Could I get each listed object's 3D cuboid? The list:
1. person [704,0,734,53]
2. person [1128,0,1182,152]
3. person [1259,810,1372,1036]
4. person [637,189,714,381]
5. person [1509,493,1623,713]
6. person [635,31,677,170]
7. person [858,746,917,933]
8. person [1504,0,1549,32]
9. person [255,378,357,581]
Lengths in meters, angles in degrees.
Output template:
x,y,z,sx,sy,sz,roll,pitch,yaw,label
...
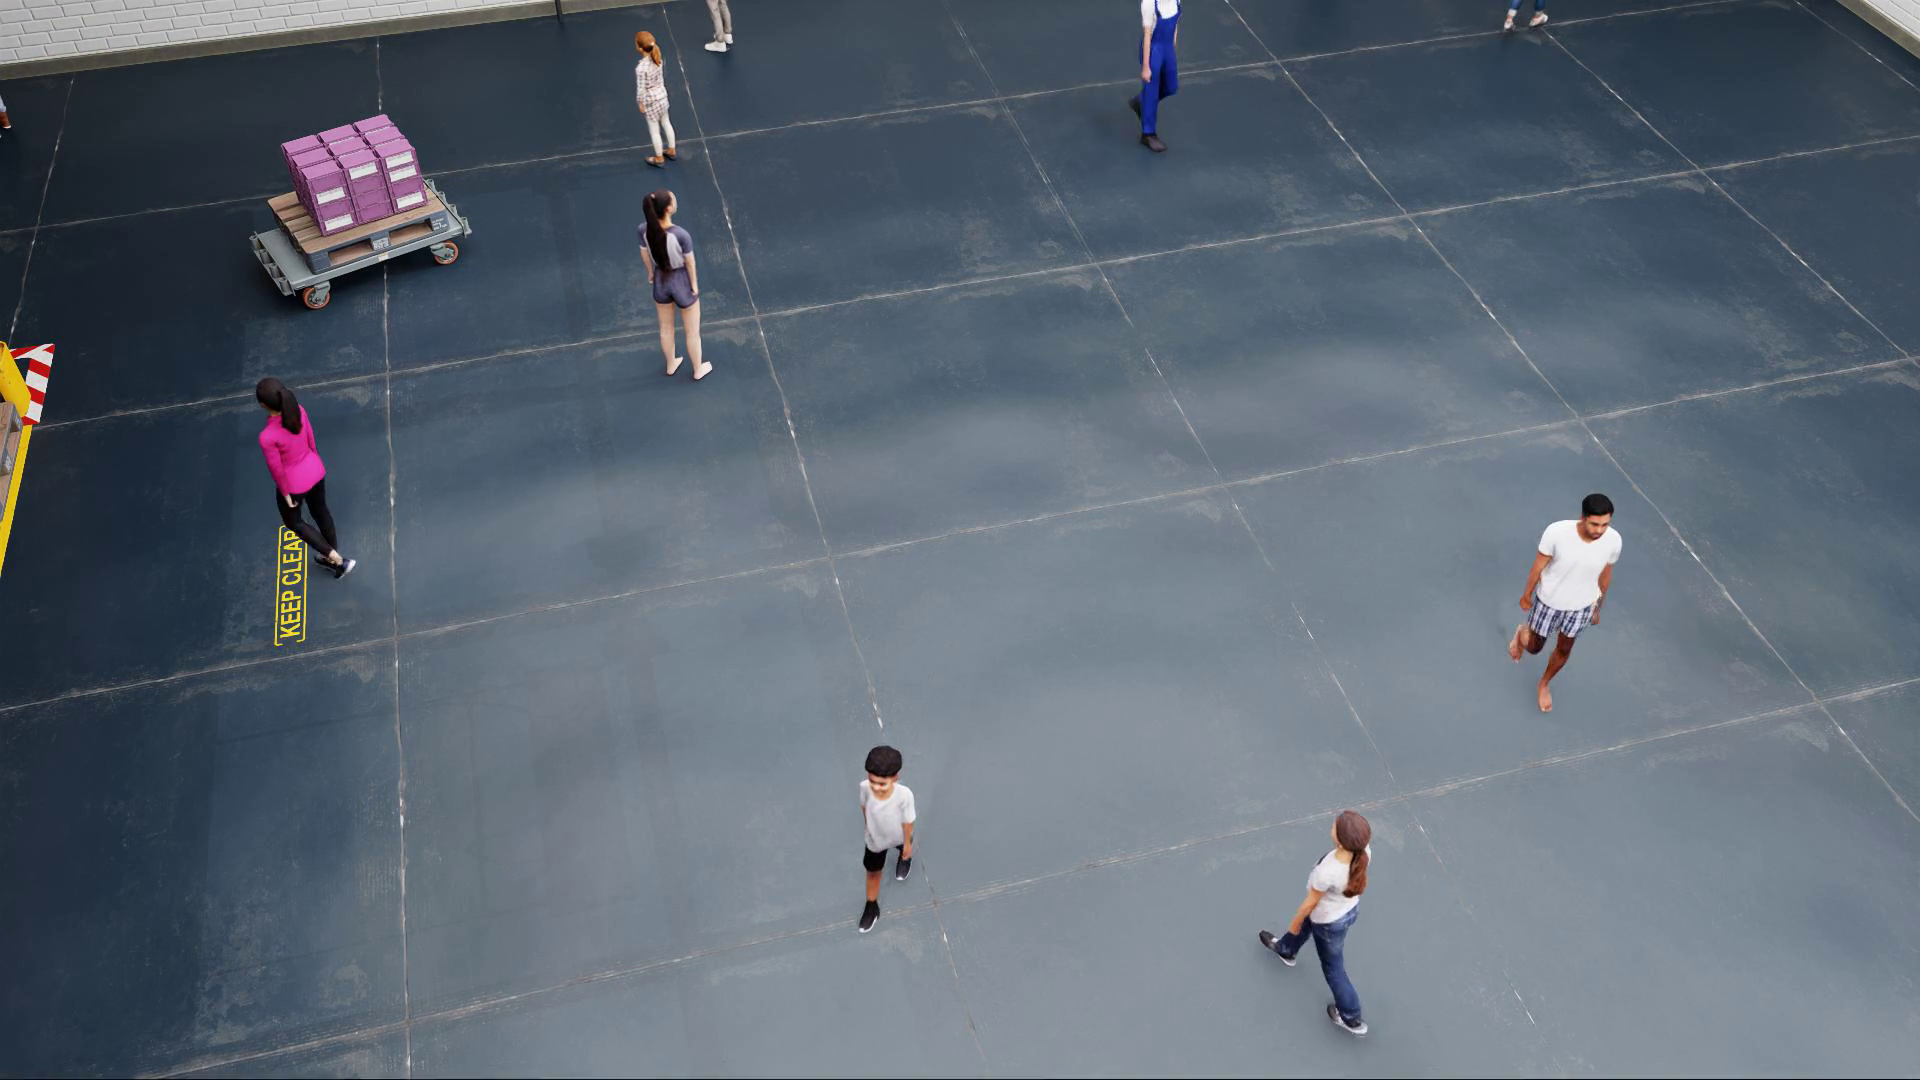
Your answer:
x,y,z,sx,sy,sz,roll,pitch,yaw,label
-2.496,-5.672,16.882,0.647,1.418,0.567,16,46,16,person
1.753,-4.526,15.375,0.824,1.837,0.944,-30,51,-28,person
1.995,2.010,8.741,0.841,1.524,1.107,-30,51,-28,person
-2.205,-1.955,12.812,0.668,1.650,0.683,13,45,13,person
3.768,0.305,10.390,0.781,1.718,0.871,3,44,3,person
-2.801,-4.046,15.254,0.664,1.310,0.604,21,48,21,person
-0.379,1.576,9.413,0.742,1.225,0.943,9,44,9,person
5.915,-5.916,17.107,0.924,1.460,0.926,29,51,27,person
-4.340,-0.373,11.125,0.861,1.686,0.804,20,47,20,person
